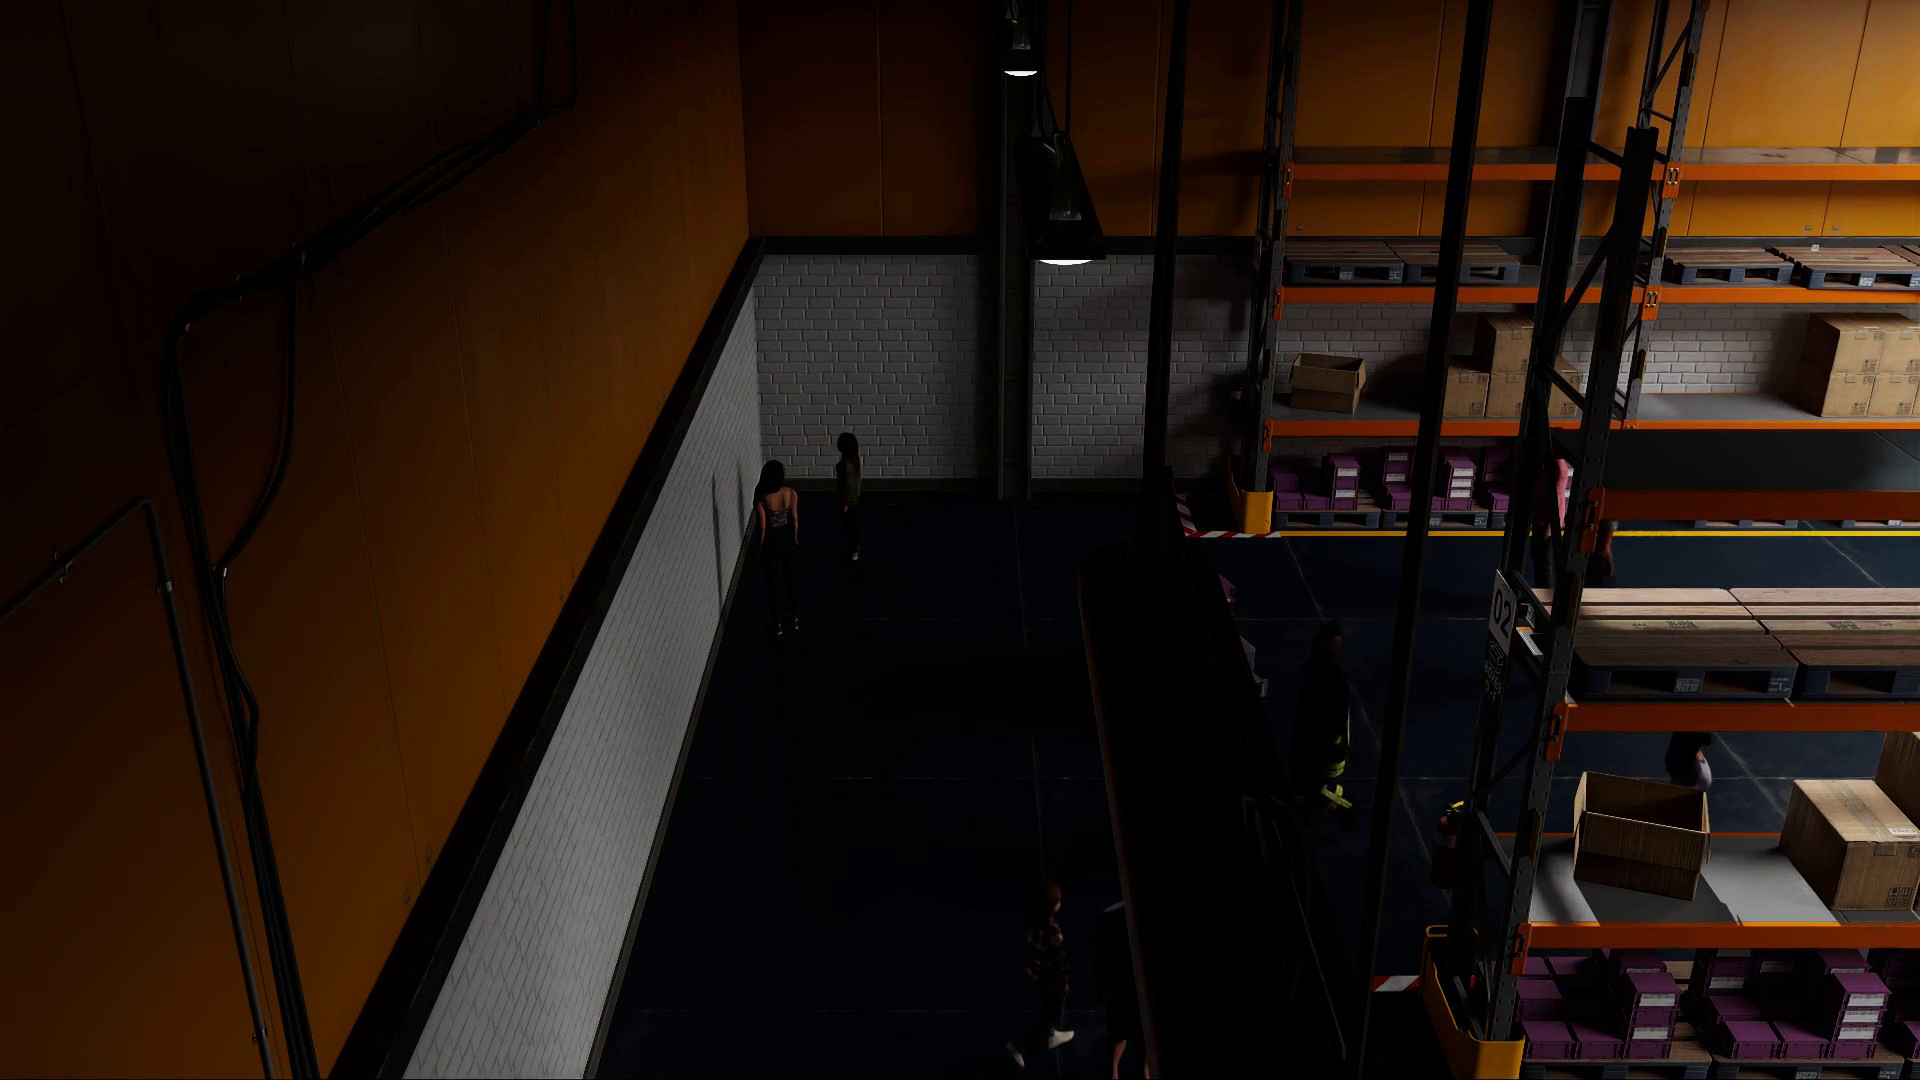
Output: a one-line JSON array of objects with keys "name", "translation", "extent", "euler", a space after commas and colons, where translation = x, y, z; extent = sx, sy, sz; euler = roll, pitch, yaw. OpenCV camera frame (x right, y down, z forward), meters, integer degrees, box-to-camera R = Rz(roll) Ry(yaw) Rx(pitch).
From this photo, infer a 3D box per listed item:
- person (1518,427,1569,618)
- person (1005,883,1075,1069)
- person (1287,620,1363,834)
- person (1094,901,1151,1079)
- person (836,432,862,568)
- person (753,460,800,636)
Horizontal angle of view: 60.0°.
[{"name": "person", "translation": [5.825, -0.187, 16.457], "extent": [0.560, 1.958, 0.627], "euler": [1, 24, 2]}, {"name": "person", "translation": [0.514, 2.762, 10.539], "extent": [0.868, 1.295, 0.728], "euler": [-12, 26, -25]}, {"name": "person", "translation": [2.844, 1.477, 12.790], "extent": [0.969, 1.847, 0.876], "euler": [-6, 24, -13]}, {"name": "person", "translation": [1.087, 2.718, 10.171], "extent": [0.595, 1.671, 0.783], "euler": [-3, 24, -6]}, {"name": "person", "translation": [-1.185, -0.442, 17.644], "extent": [0.501, 1.475, 0.593], "euler": [1, 24, 3]}, {"name": "person", "translation": [-1.756, 0.057, 16.133], "extent": [0.636, 1.770, 0.747], "euler": [-13, 27, -28]}]
